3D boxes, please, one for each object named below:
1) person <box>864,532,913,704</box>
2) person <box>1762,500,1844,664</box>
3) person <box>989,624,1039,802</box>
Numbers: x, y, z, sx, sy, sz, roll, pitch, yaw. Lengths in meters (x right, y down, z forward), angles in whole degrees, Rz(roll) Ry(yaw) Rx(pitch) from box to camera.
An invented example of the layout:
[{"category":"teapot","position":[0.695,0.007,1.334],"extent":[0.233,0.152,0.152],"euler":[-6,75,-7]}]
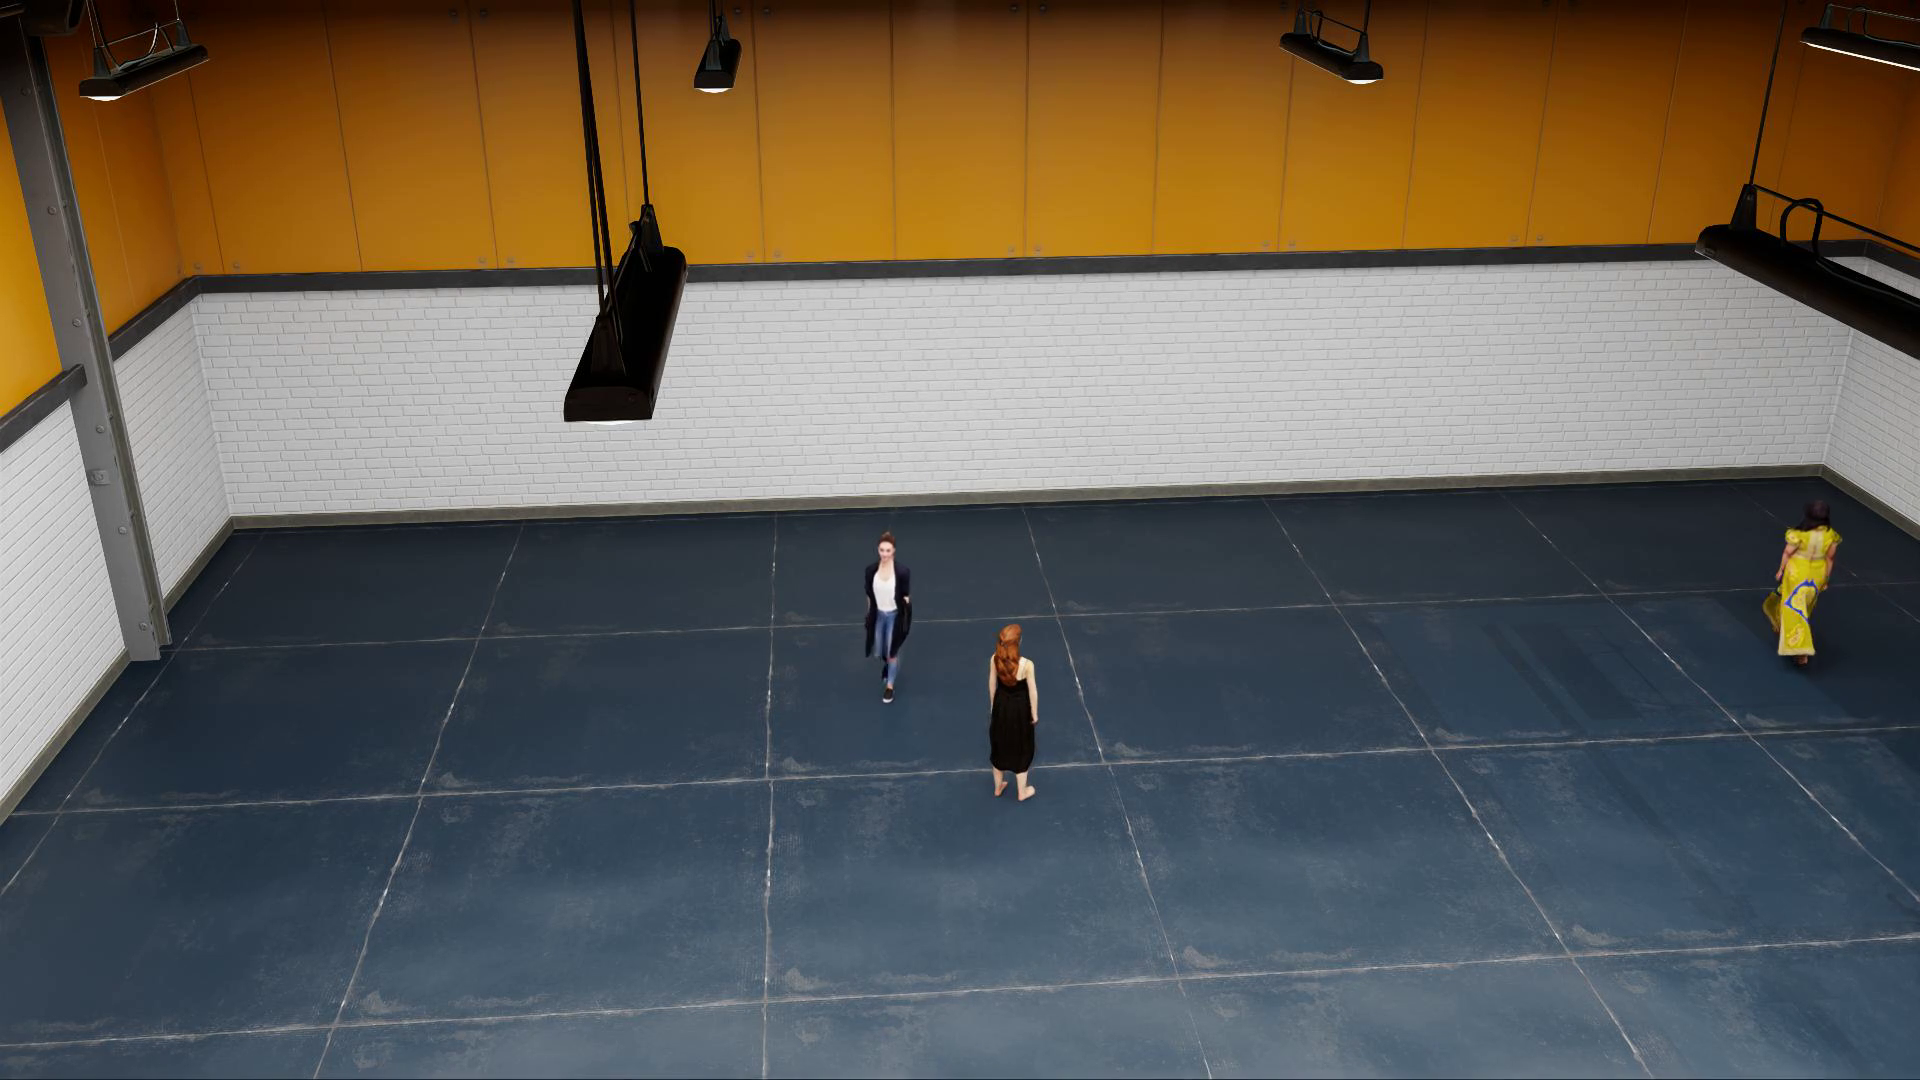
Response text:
[{"category":"person","position":[-0.652,0.703,15.715],"extent":[0.733,1.672,0.851],"euler":[5,24,11]},{"category":"person","position":[8.345,0.436,16.397],"extent":[0.783,1.615,1.340],"euler":[0,24,-1]},{"category":"person","position":[0.431,1.449,14.069],"extent":[0.673,1.624,0.700],"euler":[10,25,21]}]
